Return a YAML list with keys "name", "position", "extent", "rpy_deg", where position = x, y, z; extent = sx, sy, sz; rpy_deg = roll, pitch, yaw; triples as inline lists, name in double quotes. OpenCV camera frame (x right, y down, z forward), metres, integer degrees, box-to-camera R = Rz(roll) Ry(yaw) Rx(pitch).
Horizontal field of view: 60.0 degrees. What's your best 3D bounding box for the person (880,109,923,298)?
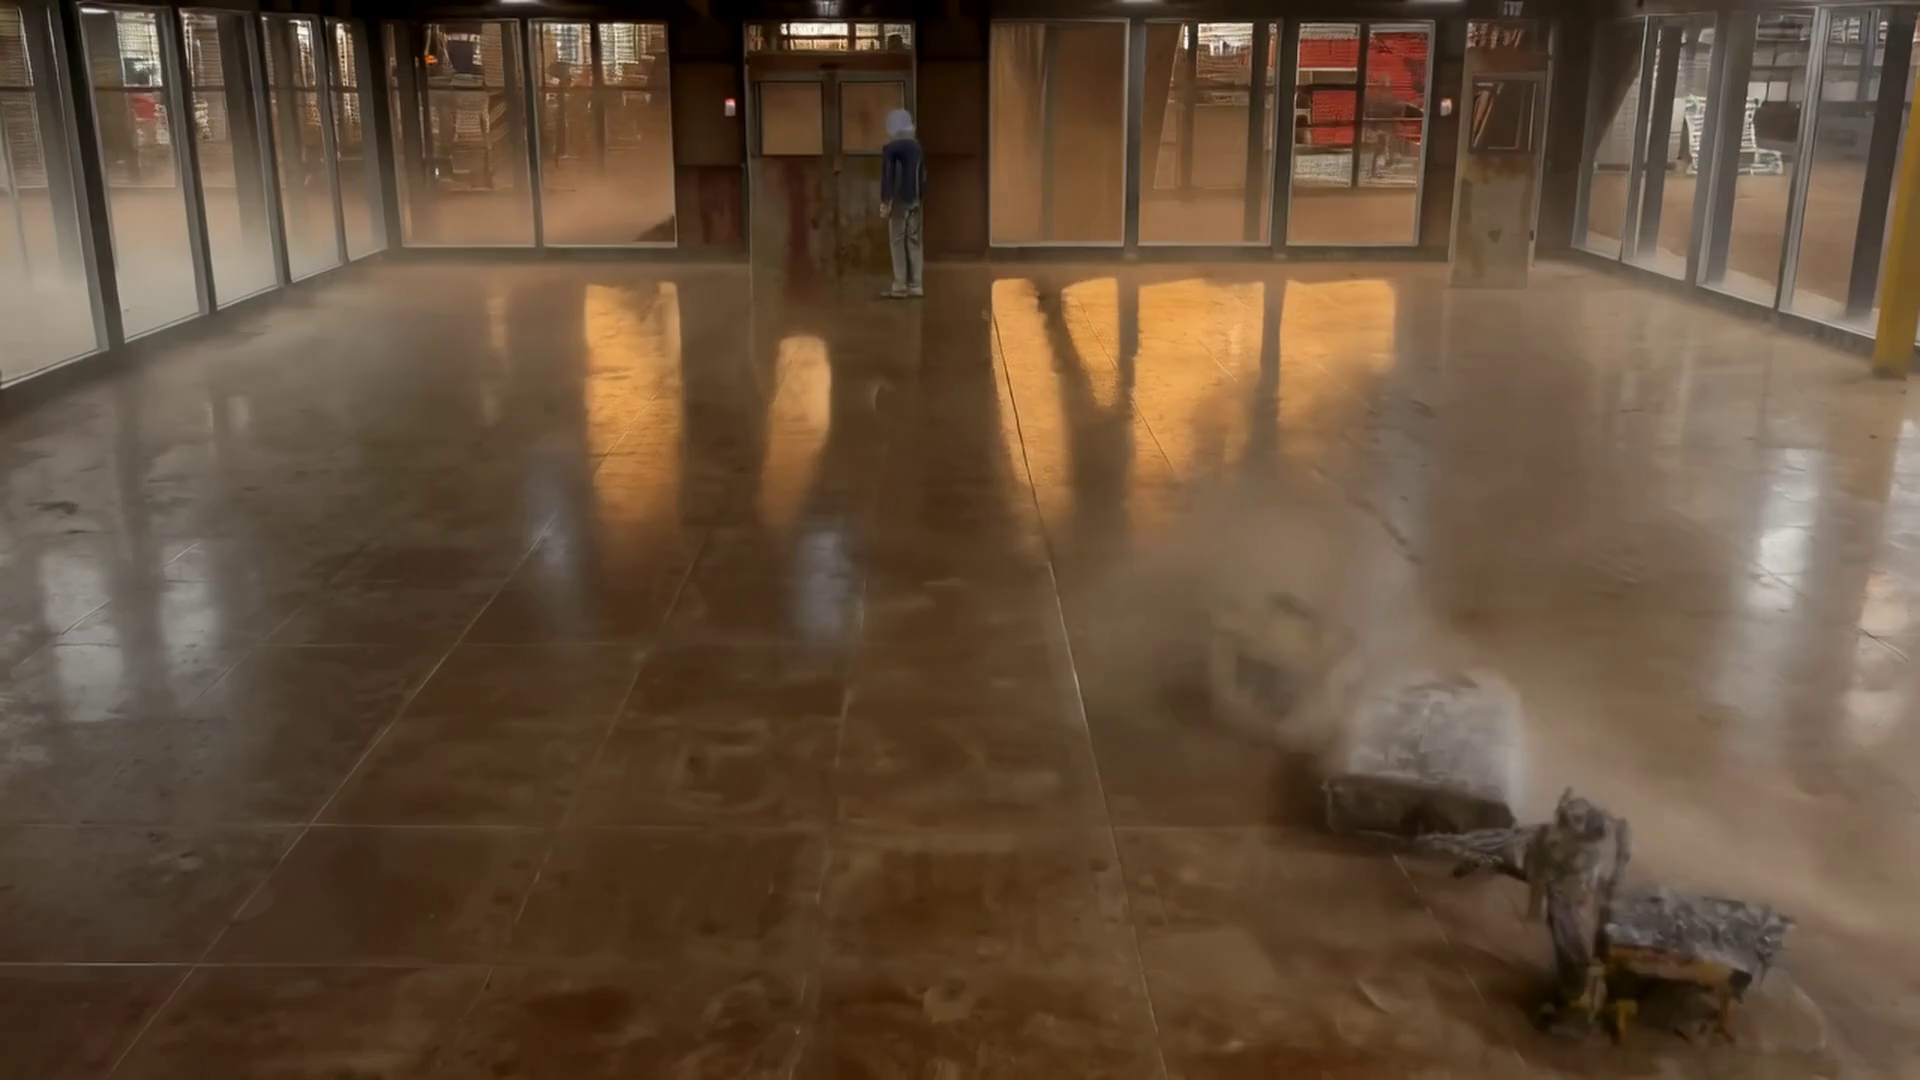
- name: "person"
  position: [-0.507, -2.947, 14.625]
  extent: [0.281, 1.624, 0.494]
  rpy_deg: [12, 20, 35]
